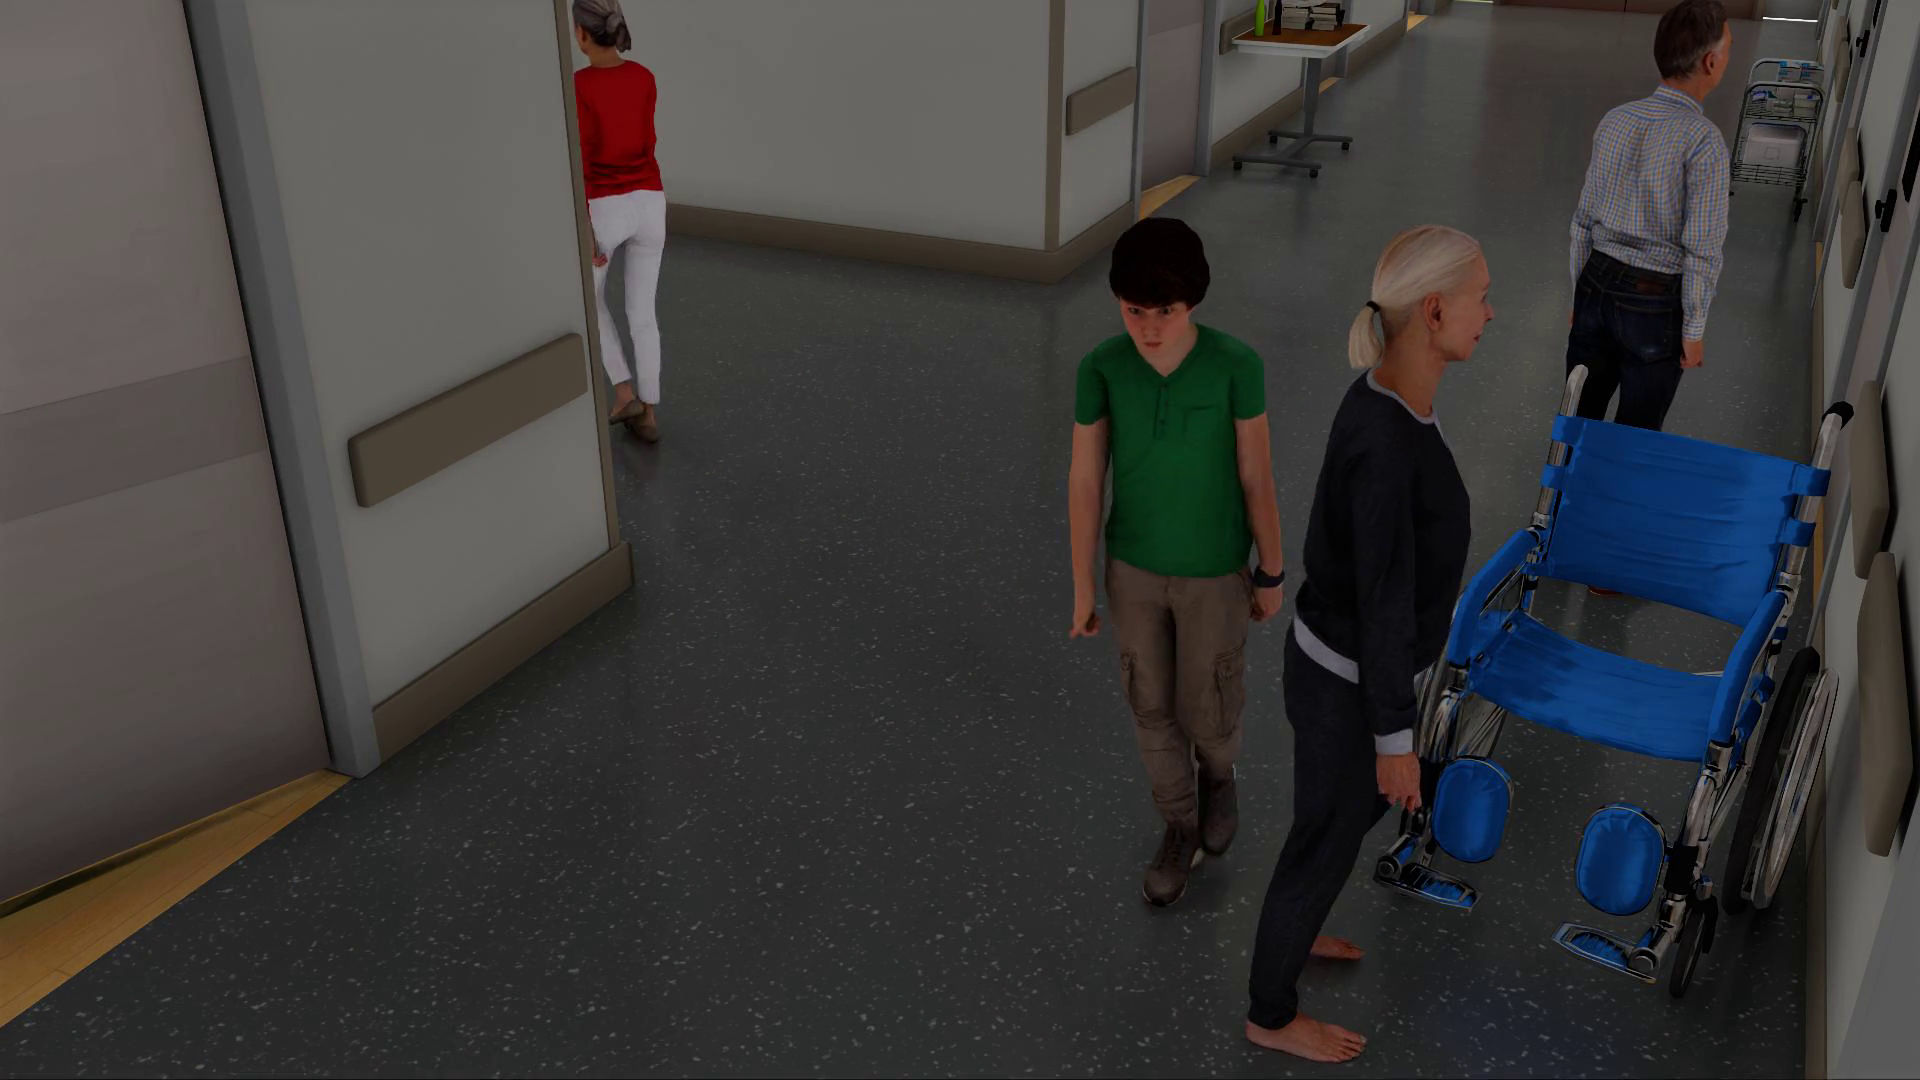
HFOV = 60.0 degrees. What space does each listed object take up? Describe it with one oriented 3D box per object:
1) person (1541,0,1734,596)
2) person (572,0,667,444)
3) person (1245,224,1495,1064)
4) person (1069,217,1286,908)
[{"bbox_3d":[2.076,-0.725,5.109,0.761,1.819,0.734,-14,29,-26],"label":"person"},{"bbox_3d":[-1.206,-1.148,6.141,0.642,1.685,0.715,-18,31,-32],"label":"person"},{"bbox_3d":[0.766,0.219,3.262,0.820,1.723,0.556,9,27,17],"label":"person"},{"bbox_3d":[0.499,0.039,3.747,0.650,1.626,0.748,7,27,15],"label":"person"}]
